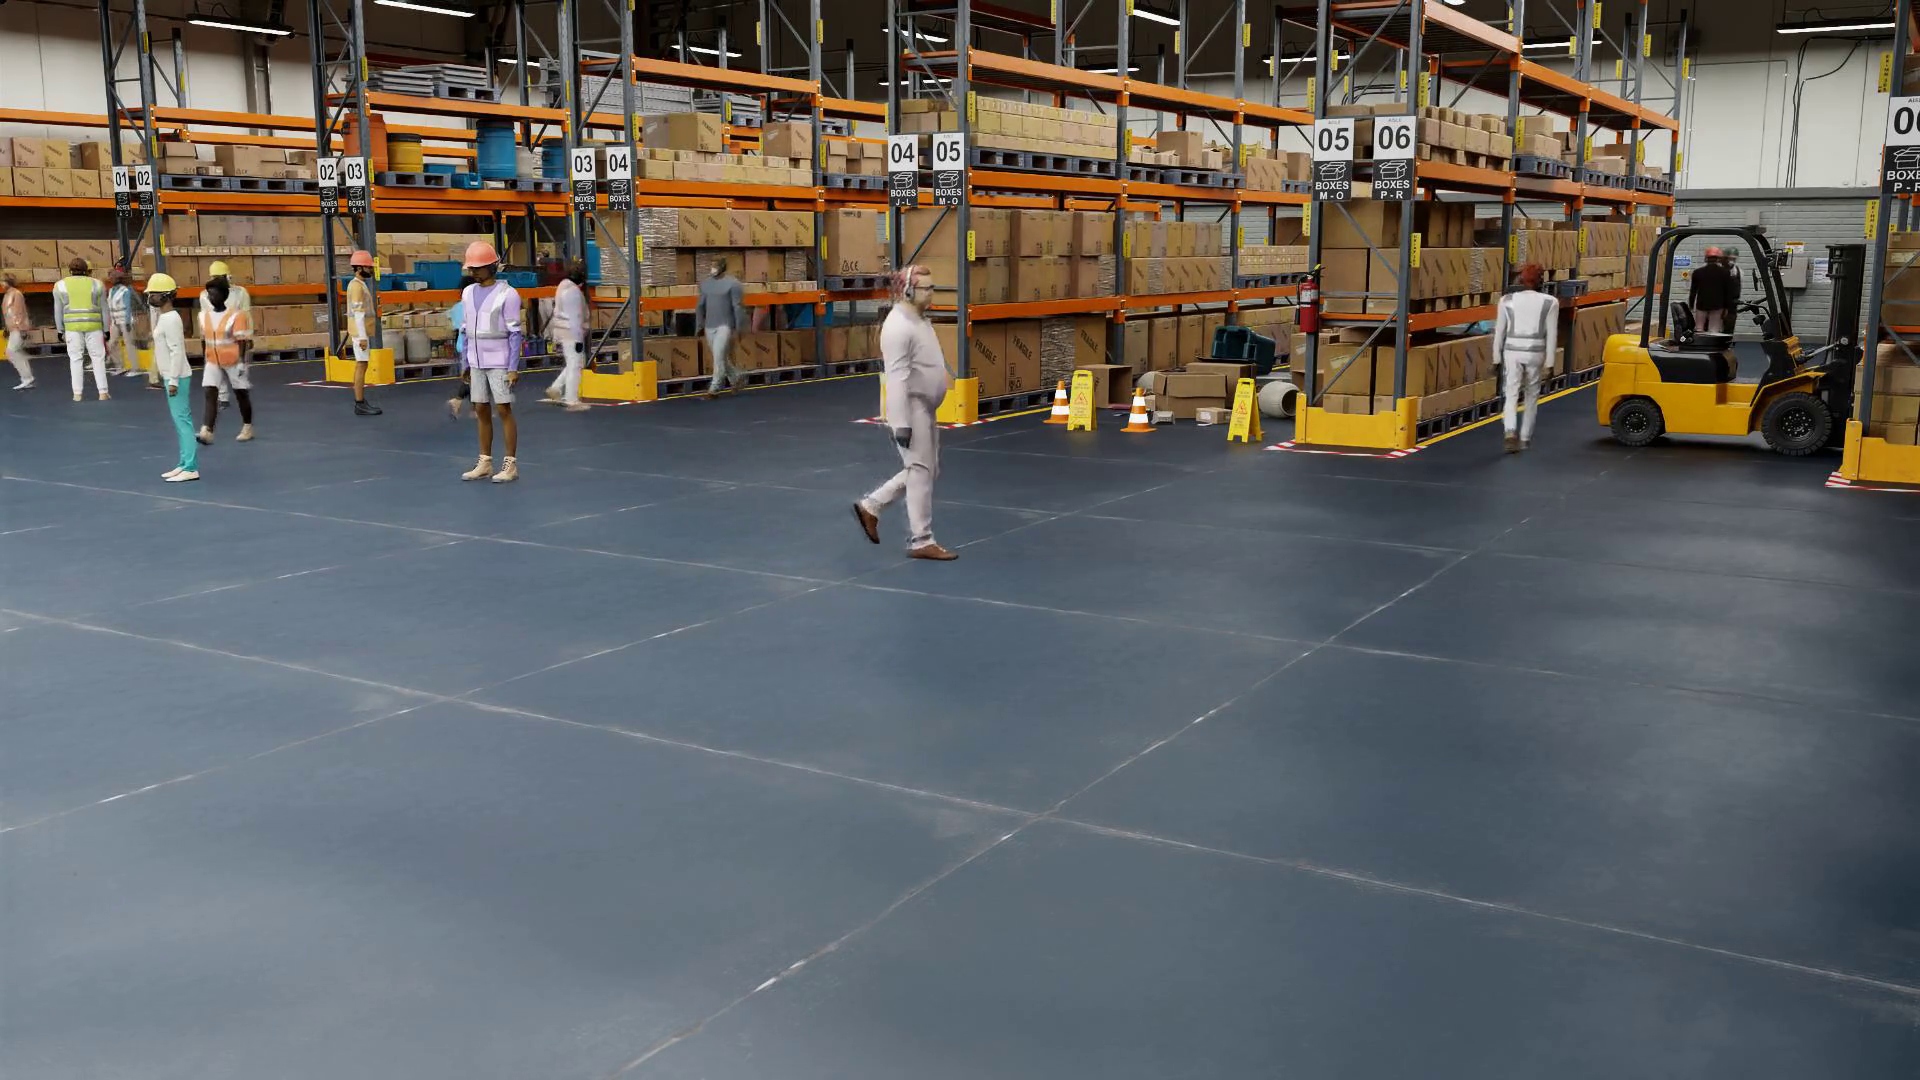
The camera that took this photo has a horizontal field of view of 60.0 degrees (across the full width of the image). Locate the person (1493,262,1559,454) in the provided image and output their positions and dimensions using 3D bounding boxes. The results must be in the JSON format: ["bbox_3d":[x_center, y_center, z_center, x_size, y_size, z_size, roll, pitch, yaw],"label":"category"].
[{"bbox_3d":[5.451,-1.757,16.069,0.582,1.853,0.899,4,11,22],"label":"person"}]

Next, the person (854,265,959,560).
[{"bbox_3d":[-0.354,-0.810,10.661,0.664,1.888,0.650,2,10,13],"label":"person"}]

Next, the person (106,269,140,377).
[{"bbox_3d":[-12.692,-3.263,25.118,0.538,1.625,0.520,7,12,32],"label":"person"}]

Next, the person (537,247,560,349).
[{"bbox_3d":[-7.929,-4.636,31.944,0.635,1.937,0.352,10,14,44],"label":"person"}]

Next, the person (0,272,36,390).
[{"bbox_3d":[-13.067,-2.883,22.991,0.382,1.621,0.525,-9,14,-42],"label":"person"}]

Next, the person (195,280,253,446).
[{"bbox_3d":[-7.420,-1.778,16.716,0.554,1.643,0.859,1,10,6],"label":"person"}]

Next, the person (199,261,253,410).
[{"bbox_3d":[-8.992,-2.516,20.418,0.606,1.812,0.570,-2,10,-13],"label":"person"}]

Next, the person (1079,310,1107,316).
[{"bbox_3d":[2.201,-3.869,27.486,0.392,1.992,0.623,-9,14,-41],"label":"person"}]

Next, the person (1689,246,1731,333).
[{"bbox_3d":[12.394,-3.859,27.498,0.625,1.977,0.425,4,11,22],"label":"person"}]

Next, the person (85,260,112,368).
[{"bbox_3d":[-14.074,-3.648,26.922,0.549,1.751,0.379,3,11,18],"label":"person"}]

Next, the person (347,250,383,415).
[{"bbox_3d":[-7.040,-2.445,19.671,0.378,1.936,0.548,-3,11,-17],"label":"person"}]

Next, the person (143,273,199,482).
[{"bbox_3d":[-6.714,-1.375,14.161,0.328,1.769,0.526,-5,11,-27],"label":"person"}]

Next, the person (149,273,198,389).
[{"bbox_3d":[-10.949,-2.890,23.076,0.774,1.598,0.522,-1,10,-6],"label":"person"}]

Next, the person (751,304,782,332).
[{"bbox_3d":[-3.327,-3.957,28.388,0.640,1.855,0.984,7,12,34],"label":"person"}]

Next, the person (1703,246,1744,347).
[{"bbox_3d":[13.285,-4.181,29.108,0.696,2.000,0.998,1,10,5],"label":"person"}]

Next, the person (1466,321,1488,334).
[{"bbox_3d":[10.274,-4.813,33.308,0.623,1.812,0.560,-5,11,-26],"label":"person"}]

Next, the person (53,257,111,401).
[{"bbox_3d":[-11.295,-2.712,21.439,0.634,1.842,0.429,-5,11,-26],"label":"person"}]

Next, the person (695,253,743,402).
[{"bbox_3d":[-3.070,-2.764,21.585,0.650,1.906,0.929,5,11,26],"label":"person"}]

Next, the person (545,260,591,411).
[{"bbox_3d":[-4.703,-2.444,20.029,0.519,1.825,0.655,-4,11,-21],"label":"person"}]

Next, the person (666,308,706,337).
[{"bbox_3d":[-4.109,-3.418,25.320,0.745,1.868,0.402,1,10,6],"label":"person"}]

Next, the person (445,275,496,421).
[{"bbox_3d":[-5.557,-2.156,18.784,0.536,1.675,0.674,8,13,39],"label":"person"}]

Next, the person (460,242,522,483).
[{"bbox_3d":[-3.991,-1.493,14.073,0.605,2.034,0.389,5,11,25],"label":"person"}]
